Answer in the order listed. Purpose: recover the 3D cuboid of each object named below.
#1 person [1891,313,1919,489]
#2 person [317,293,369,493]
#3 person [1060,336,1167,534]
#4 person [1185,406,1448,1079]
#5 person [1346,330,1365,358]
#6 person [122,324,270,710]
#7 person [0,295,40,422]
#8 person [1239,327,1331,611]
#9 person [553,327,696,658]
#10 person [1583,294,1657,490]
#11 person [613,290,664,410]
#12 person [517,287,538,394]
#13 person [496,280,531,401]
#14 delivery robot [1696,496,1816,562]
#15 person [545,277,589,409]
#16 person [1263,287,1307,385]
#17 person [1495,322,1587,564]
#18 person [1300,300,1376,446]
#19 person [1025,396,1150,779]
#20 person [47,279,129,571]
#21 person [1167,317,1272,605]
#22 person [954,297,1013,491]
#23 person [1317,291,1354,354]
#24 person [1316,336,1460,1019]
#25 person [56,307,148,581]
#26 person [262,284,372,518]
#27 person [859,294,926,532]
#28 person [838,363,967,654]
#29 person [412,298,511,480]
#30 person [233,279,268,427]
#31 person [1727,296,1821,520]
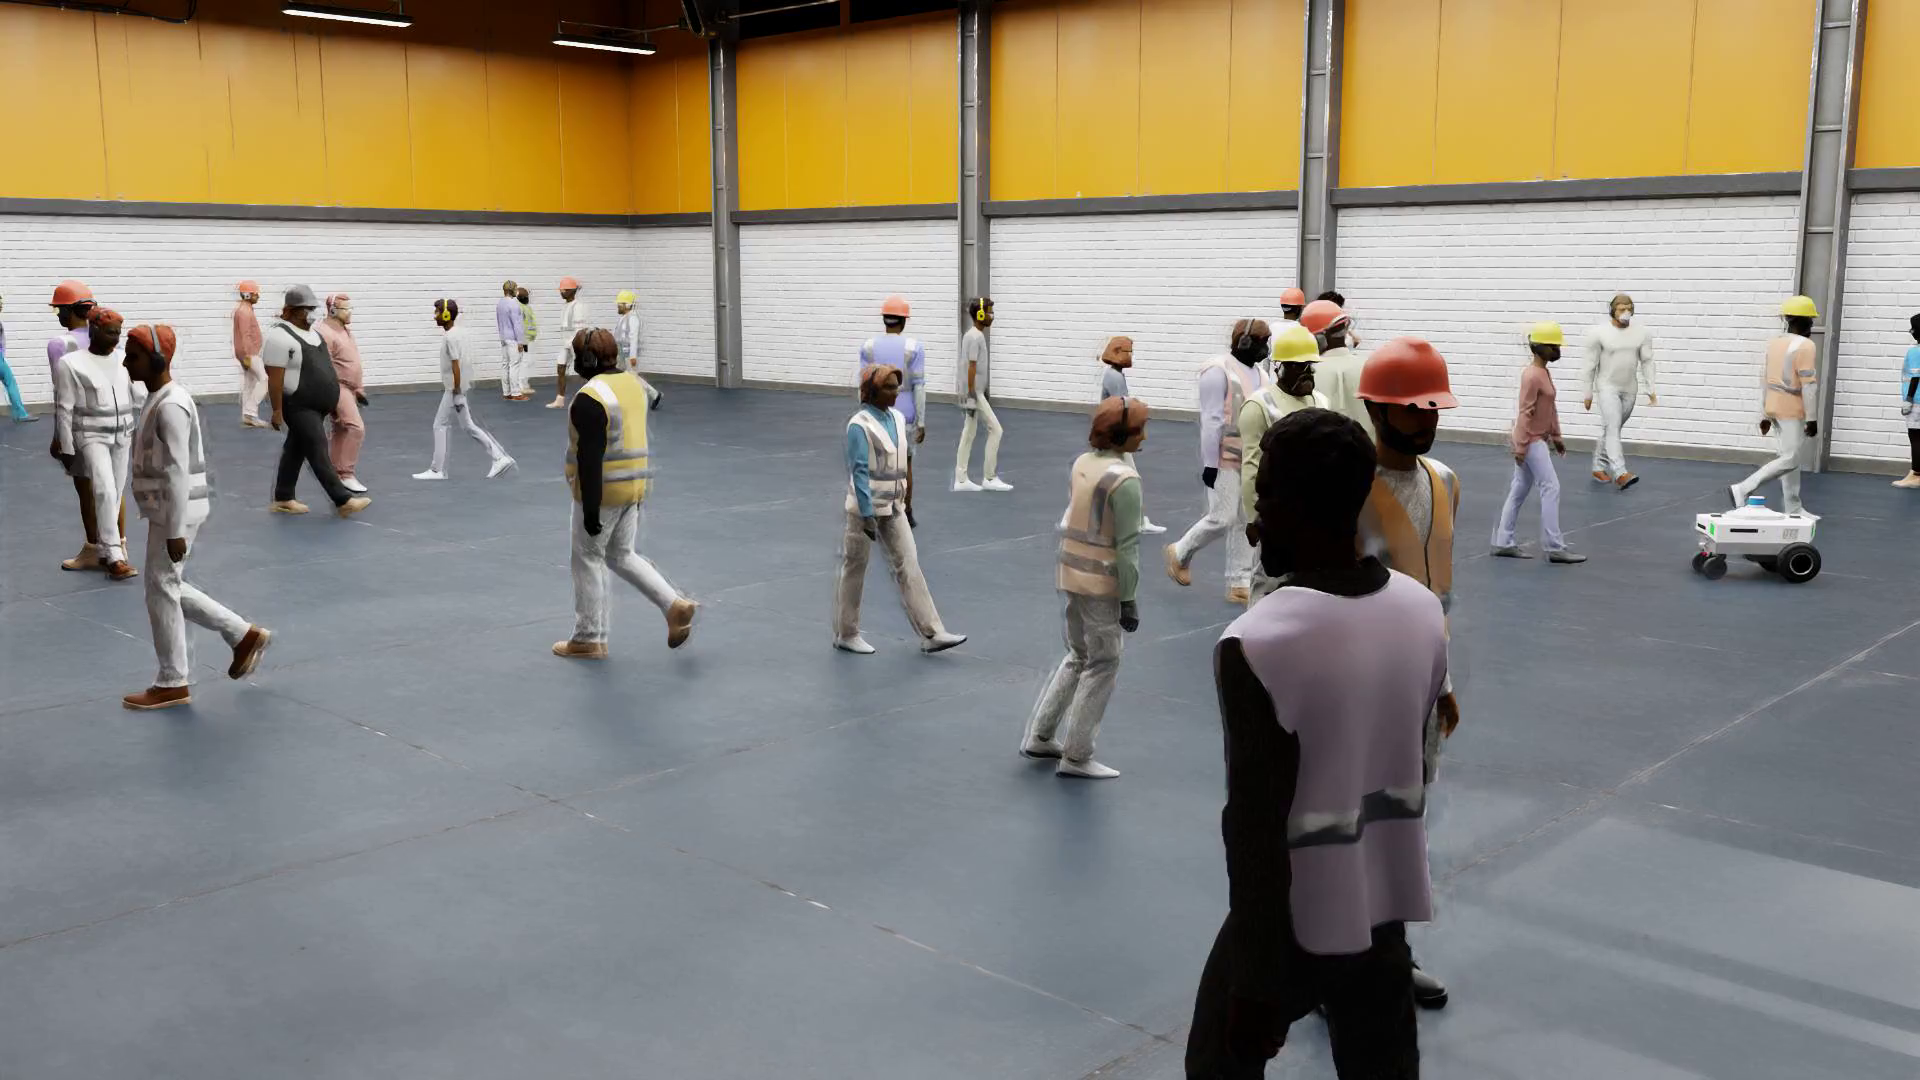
[{"bbox_3d":[9.288,-1.346,16.108,0.536,1.699,0.321,-8,12,-39],"label":"person"},{"bbox_3d":[-5.804,-1.385,15.789,0.584,1.889,0.647,-1,9,-5],"label":"person"},{"bbox_3d":[1.196,-0.818,13.209,0.840,1.597,0.502,2,9,9],"label":"person"},{"bbox_3d":[0.700,0.689,3.102,0.599,1.883,0.954,-7,12,-38],"label":"person"},{"bbox_3d":[3.436,-1.089,14.810,0.532,1.598,0.536,-5,11,-30],"label":"person"},{"bbox_3d":[-3.777,-0.119,8.085,0.602,1.863,0.593,-5,11,-29],"label":"person"},{"bbox_3d":[-13.237,-2.463,22.706,0.565,1.799,1.003,6,11,34],"label":"person"},{"bbox_3d":[1.677,-0.161,8.435,0.601,1.830,0.404,-7,11,-36],"label":"person"},{"bbox_3d":[-1.850,-0.245,8.987,0.716,1.816,0.631,3,10,17],"label":"person"},{"bbox_3d":[6.410,-1.437,16.154,0.634,1.872,1.067,-1,9,-7],"label":"person"},{"bbox_3d":[-4.778,-2.750,24.380,0.759,1.815,0.592,-5,11,-28],"label":"person"},{"bbox_3d":[-7.406,-3.380,28.297,0.438,1.816,0.670,-1,9,-7],"label":"person"},{"bbox_3d":[-7.186,-3.187,26.667,0.372,1.940,0.632,-8,12,-42],"label":"person"},{"bbox_3d":[5.455,-0.058,11.425,0.707,0.478,0.477,1,9,7],"label":"delivery robot"},{"bbox_3d":[-5.825,-2.997,25.306,0.985,2.011,0.618,-7,11,-35],"label":"person"},{"bbox_3d":[3.274,-1.538,16.555,0.545,1.938,0.361,8,12,42],"label":"person"},{"bbox_3d":[4.263,-0.693,12.002,0.770,1.740,0.527,5,10,26],"label":"person"},{"bbox_3d":[2.088,-0.350,9.236,0.647,1.947,0.536,0,9,3],"label":"person"},{"bbox_3d":[0.559,0.204,6.886,0.417,1.614,0.542,-3,10,-18],"label":"person"},{"bbox_3d":[-6.170,-0.801,11.718,0.376,2.045,0.605,2,9,12],"label":"person"},{"bbox_3d":[1.691,-0.503,10.586,0.647,1.821,0.655,-9,13,-43],"label":"person"},{"bbox_3d":[0.254,-1.368,15.806,0.704,1.836,0.577,-1,9,-4],"label":"person"},{"bbox_3d":[3.136,-1.206,14.537,0.608,1.938,0.564,-3,10,-20],"label":"person"},{"bbox_3d":[1.212,0.400,4.676,0.553,1.935,0.363,-6,11,-34],"label":"person"},{"bbox_3d":[-5.792,-0.658,11.425,0.815,1.851,0.575,5,10,28],"label":"person"},{"bbox_3d":[-5.532,-1.208,14.220,1.002,2.000,0.697,1,9,7],"label":"person"},{"bbox_3d":[-0.539,-1.023,13.458,0.558,1.934,0.403,2,9,11],"label":"person"},{"bbox_3d":[-0.365,-0.144,9.010,0.810,1.598,0.549,6,11,32],"label":"person"},{"bbox_3d":[-5.030,-1.517,16.751,0.924,1.838,0.539,-1,9,-7],"label":"person"},{"bbox_3d":[-9.429,-2.470,22.168,0.446,1.978,0.616,-5,10,-27],"label":"person"},{"bbox_3d":[6.856,-1.083,13.877,0.788,1.907,0.594,0,9,1],"label":"person"}]
